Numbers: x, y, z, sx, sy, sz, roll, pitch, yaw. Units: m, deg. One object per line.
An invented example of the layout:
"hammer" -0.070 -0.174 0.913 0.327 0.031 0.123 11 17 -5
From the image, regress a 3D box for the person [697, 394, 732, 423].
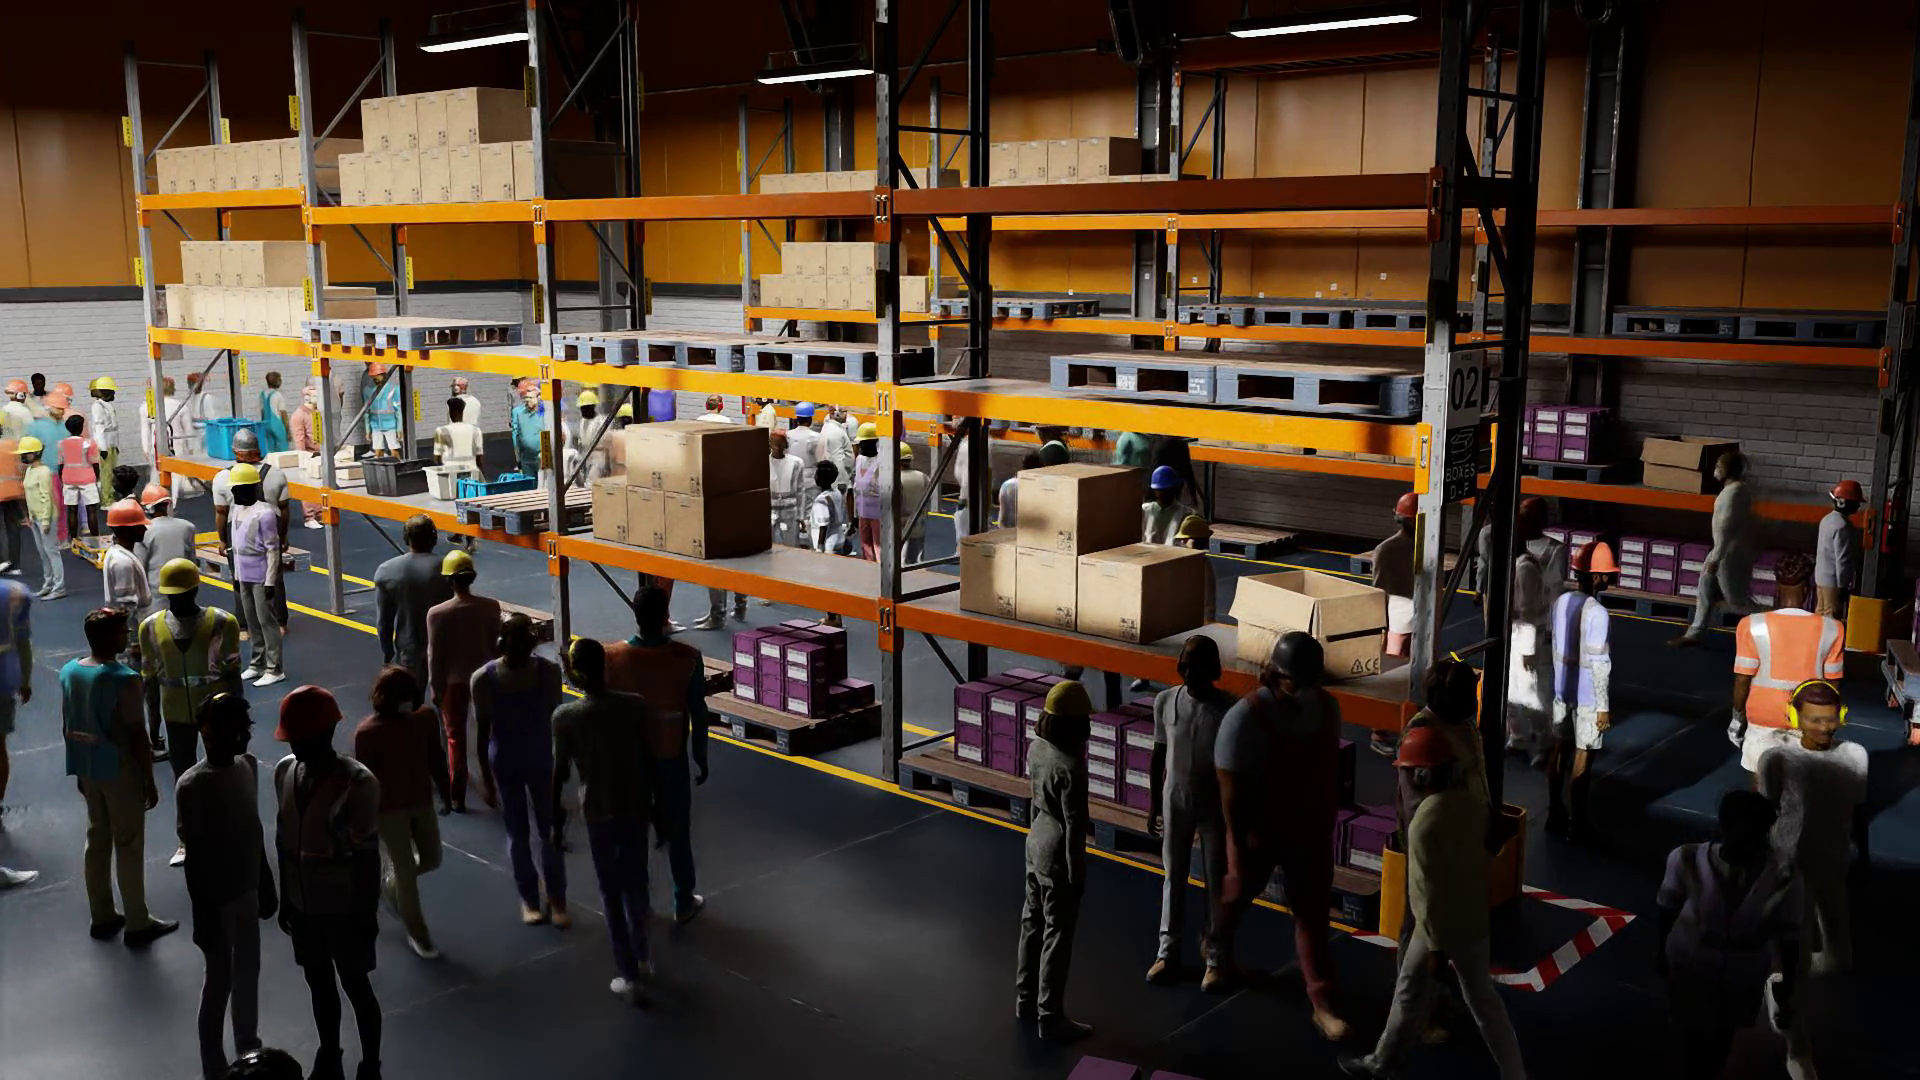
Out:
"person" -3.242 -1.003 21.948 0.560 1.836 0.394 4 11 23

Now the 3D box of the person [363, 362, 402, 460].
"person" -8.862 -1.734 25.547 0.604 2.031 0.420 1 10 7

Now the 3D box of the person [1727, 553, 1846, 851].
"person" 4.924 1.055 9.945 0.607 1.963 0.374 3 10 15

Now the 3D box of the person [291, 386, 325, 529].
"person" -8.666 -1.115 22.364 0.407 1.913 0.641 2 10 12

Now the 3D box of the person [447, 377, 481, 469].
"person" -7.149 -1.386 23.896 0.409 1.913 0.639 3 10 16

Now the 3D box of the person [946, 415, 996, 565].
"person" 0.129 -0.581 19.518 0.826 1.847 0.659 -1 10 -5

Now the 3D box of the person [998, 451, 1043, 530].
"person" 0.696 0.012 16.381 0.644 1.787 0.920 0 10 1

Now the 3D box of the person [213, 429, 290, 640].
"person" -6.831 -0.063 16.045 0.688 2.000 0.538 -7 12 -35

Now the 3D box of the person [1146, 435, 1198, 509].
"person" 2.398 -0.498 18.867 1.001 1.926 0.695 8 13 36

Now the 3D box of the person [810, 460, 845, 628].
"person" -1.304 0.055 16.343 0.317 1.700 0.539 2 10 12

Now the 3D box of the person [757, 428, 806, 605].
"person" -1.920 -0.248 17.557 0.592 1.879 0.366 -2 10 -13

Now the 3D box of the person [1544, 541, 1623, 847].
"person" 3.955 0.964 10.531 0.360 1.938 0.545 -2 10 -11

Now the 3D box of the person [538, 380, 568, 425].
"person" -5.731 -1.292 23.254 0.395 1.949 0.602 7 12 34

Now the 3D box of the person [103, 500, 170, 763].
"person" -6.065 0.666 12.213 0.371 1.939 0.543 -6 11 -29

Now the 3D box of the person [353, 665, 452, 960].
"person" -3.006 1.416 8.882 0.537 1.608 0.546 8 13 39

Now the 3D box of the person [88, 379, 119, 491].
"person" -13.236 -1.615 25.685 0.485 1.737 0.321 10 14 44

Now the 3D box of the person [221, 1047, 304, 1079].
"person" -1.764 2.158 4.199 0.631 1.802 0.951 -1 10 -7

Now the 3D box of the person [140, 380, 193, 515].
"person" -11.259 -1.333 23.666 0.648 1.881 1.020 -4 11 -21

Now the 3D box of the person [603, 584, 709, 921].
"person" -1.702 1.197 9.282 0.605 1.917 0.384 0 10 -2

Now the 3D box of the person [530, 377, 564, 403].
"person" -6.722 -1.955 27.039 0.636 1.936 0.354 -8 13 -40

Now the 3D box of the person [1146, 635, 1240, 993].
"person" 1.203 1.377 8.456 0.514 1.844 0.328 4 11 24

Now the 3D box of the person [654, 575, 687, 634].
"person" -2.907 -0.025 16.222 0.402 1.907 0.597 -6 12 -30

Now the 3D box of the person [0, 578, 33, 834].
"person" -6.189 0.919 10.592 0.608 2.008 0.638 9 14 42

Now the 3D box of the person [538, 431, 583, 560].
"person" -4.837 -0.562 20.149 0.513 1.592 0.875 -1 10 -7

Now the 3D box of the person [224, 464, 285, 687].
"person" -6.087 0.297 14.328 0.594 1.926 0.368 8 13 38

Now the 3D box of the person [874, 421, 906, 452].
"person" -0.874 -0.915 21.208 0.386 1.924 0.550 10 14 43

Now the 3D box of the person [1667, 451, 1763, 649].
"person" 7.160 0.131 15.357 0.942 1.911 0.638 4 11 22

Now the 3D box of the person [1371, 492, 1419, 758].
"person" 3.310 0.621 12.343 0.616 1.986 0.407 -6 12 -31

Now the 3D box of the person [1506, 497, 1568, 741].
"person" 4.373 0.597 12.784 0.341 1.876 0.578 -6 12 -31

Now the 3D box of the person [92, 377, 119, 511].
"person" -12.163 -1.374 23.780 0.385 1.925 0.592 -2 10 -11

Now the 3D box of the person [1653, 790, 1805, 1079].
"person" 3.138 1.771 6.822 0.541 1.618 0.939 3 10 17

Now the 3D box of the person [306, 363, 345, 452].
"person" -10.609 -2.120 27.677 0.536 2.000 0.677 7 12 33

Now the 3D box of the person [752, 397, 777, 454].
"person" -2.871 -1.401 24.478 0.353 1.737 0.571 -4 11 -19

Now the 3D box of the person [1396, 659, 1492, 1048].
"person" 2.310 1.467 7.957 0.429 1.842 0.636 7 12 35

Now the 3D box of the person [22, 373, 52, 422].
"person" -13.627 -1.536 24.763 0.584 1.911 0.390 -4 11 -20

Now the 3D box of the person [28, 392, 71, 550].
"person" -11.204 -0.849 20.668 0.472 1.974 0.633 6 12 32

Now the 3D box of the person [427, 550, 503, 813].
"person" -3.318 0.940 11.188 0.525 1.758 0.352 -8 13 -39
